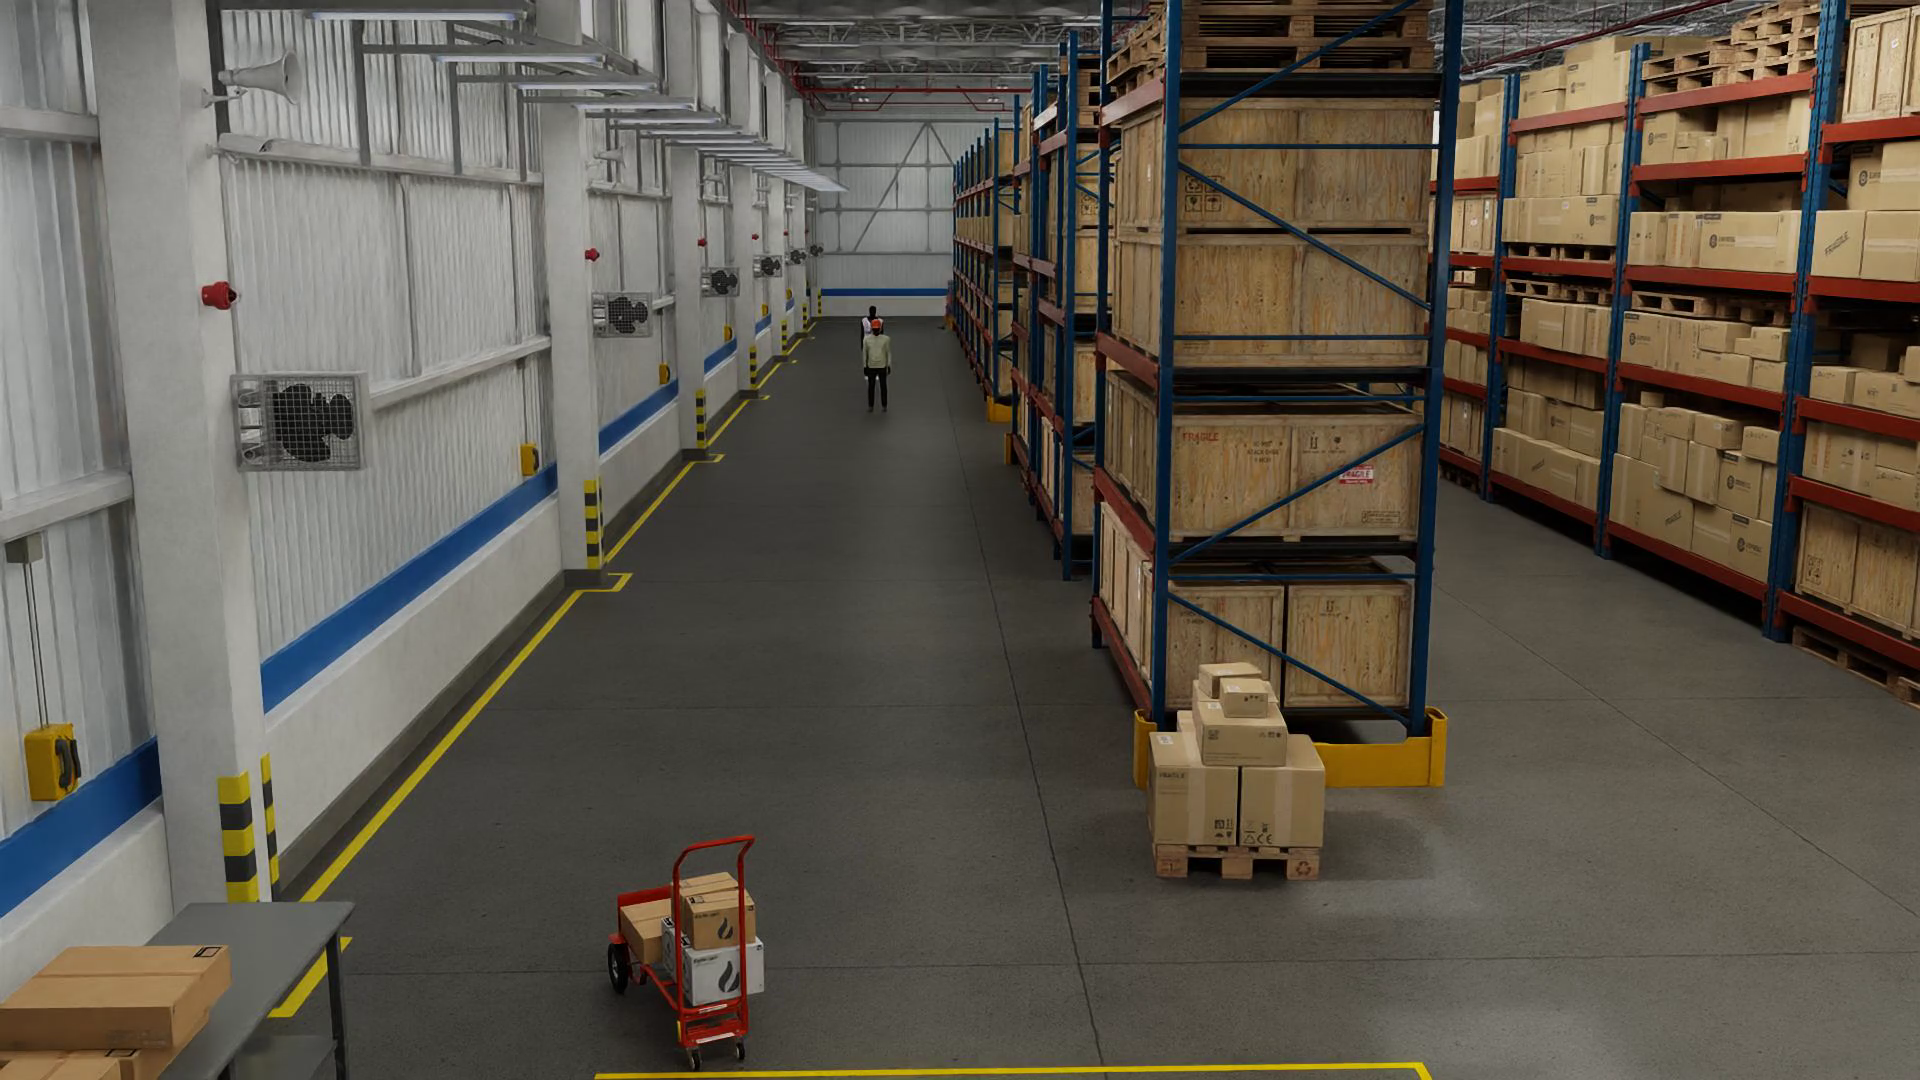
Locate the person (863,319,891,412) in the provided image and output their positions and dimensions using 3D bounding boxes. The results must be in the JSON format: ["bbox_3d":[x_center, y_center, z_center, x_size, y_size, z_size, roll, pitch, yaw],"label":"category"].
[{"bbox_3d":[-1.781,-3.736,35.624,0.613,1.988,0.404,0,11,-1],"label":"person"}]

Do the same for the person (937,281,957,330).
[{"bbox_3d":[-0.309,-8.783,62.271,0.983,1.849,0.622,-2,11,-11],"label":"person"}]

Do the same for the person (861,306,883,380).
[{"bbox_3d":[-2.254,-5.050,42.677,0.597,1.907,0.414,-2,11,-10],"label":"person"}]
